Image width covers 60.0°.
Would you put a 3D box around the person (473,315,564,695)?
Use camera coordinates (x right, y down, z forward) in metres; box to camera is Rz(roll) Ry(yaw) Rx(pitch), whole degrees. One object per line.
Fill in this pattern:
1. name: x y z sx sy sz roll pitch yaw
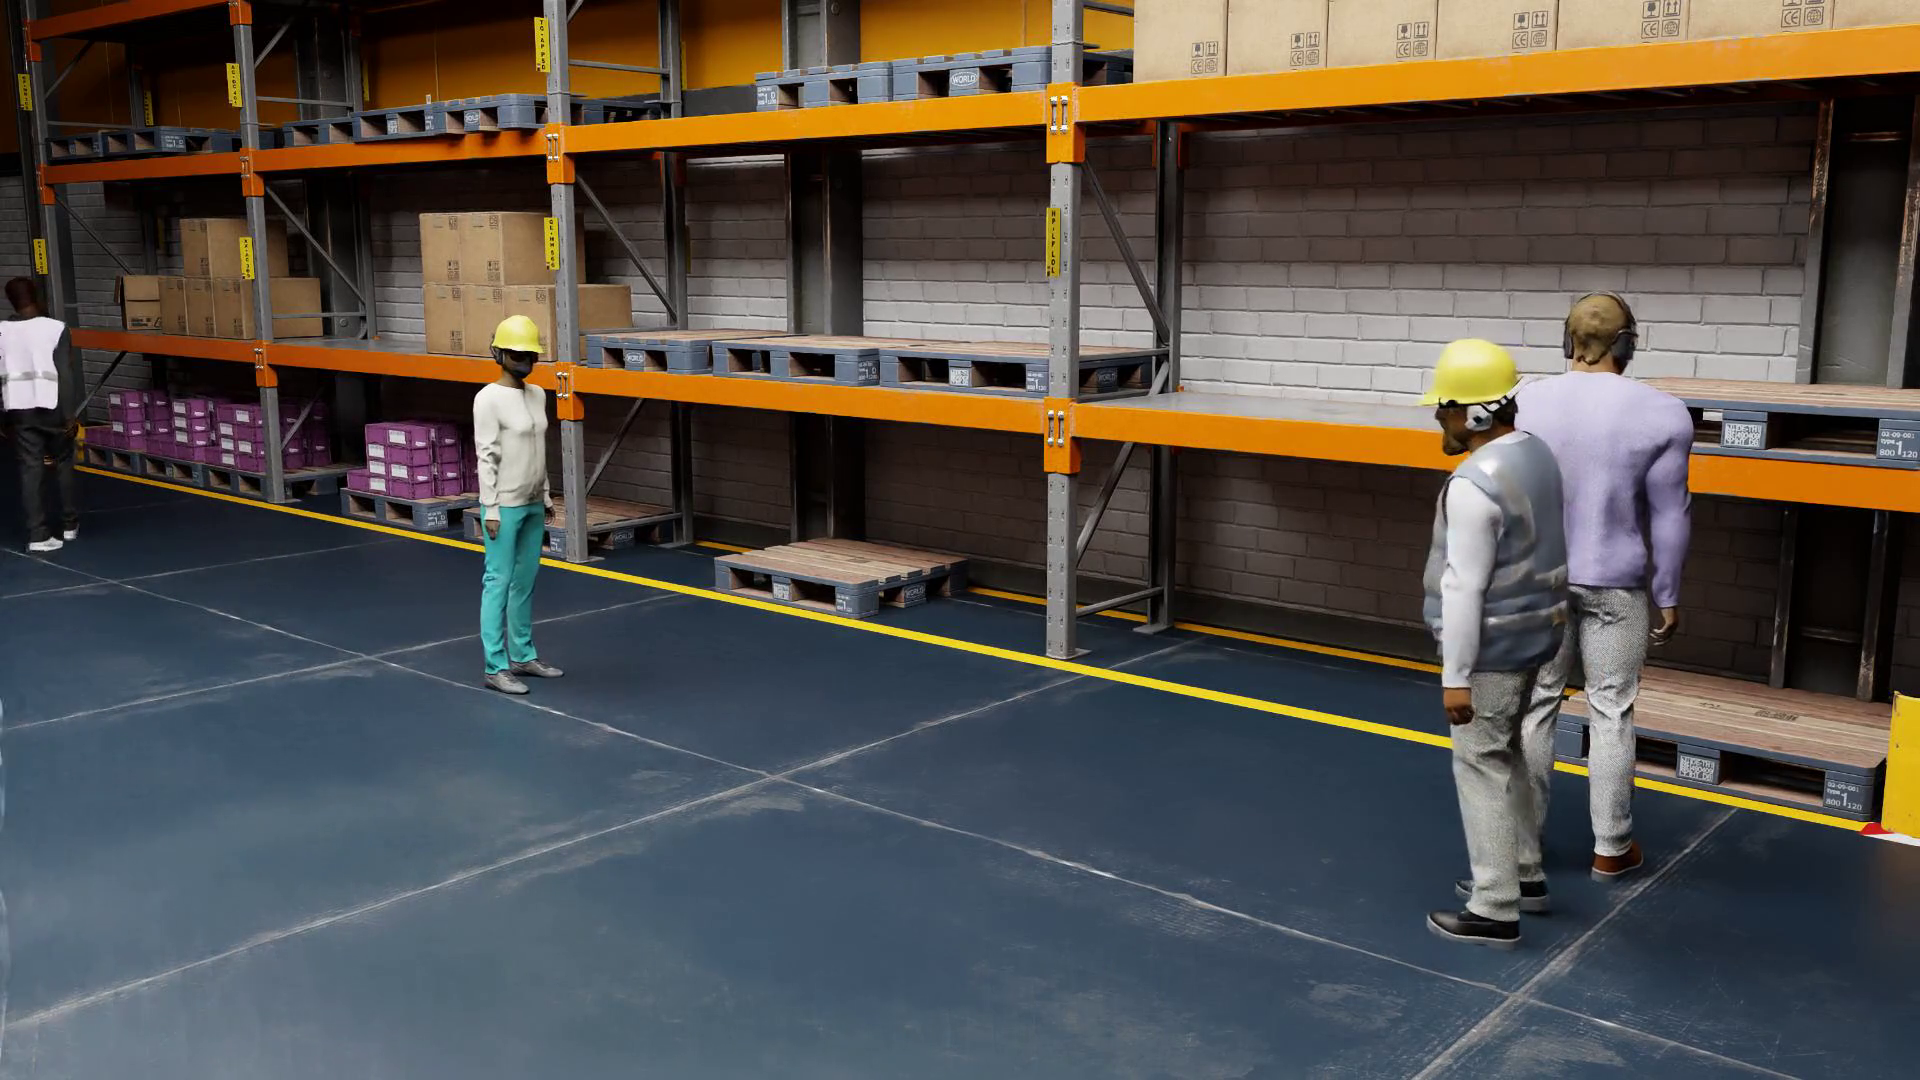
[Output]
1. person: -2.073 -0.170 7.838 0.328 1.765 0.527 3 10 18

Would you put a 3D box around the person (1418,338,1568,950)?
1. person: 1.573 0.308 4.979 0.424 1.810 0.607 8 13 37

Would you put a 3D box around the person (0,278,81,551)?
1. person: -6.423 -0.882 11.592 0.616 1.863 0.891 -1 10 -8

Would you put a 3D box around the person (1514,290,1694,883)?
1. person: 2.047 0.157 5.480 0.633 1.936 0.355 6 11 29
